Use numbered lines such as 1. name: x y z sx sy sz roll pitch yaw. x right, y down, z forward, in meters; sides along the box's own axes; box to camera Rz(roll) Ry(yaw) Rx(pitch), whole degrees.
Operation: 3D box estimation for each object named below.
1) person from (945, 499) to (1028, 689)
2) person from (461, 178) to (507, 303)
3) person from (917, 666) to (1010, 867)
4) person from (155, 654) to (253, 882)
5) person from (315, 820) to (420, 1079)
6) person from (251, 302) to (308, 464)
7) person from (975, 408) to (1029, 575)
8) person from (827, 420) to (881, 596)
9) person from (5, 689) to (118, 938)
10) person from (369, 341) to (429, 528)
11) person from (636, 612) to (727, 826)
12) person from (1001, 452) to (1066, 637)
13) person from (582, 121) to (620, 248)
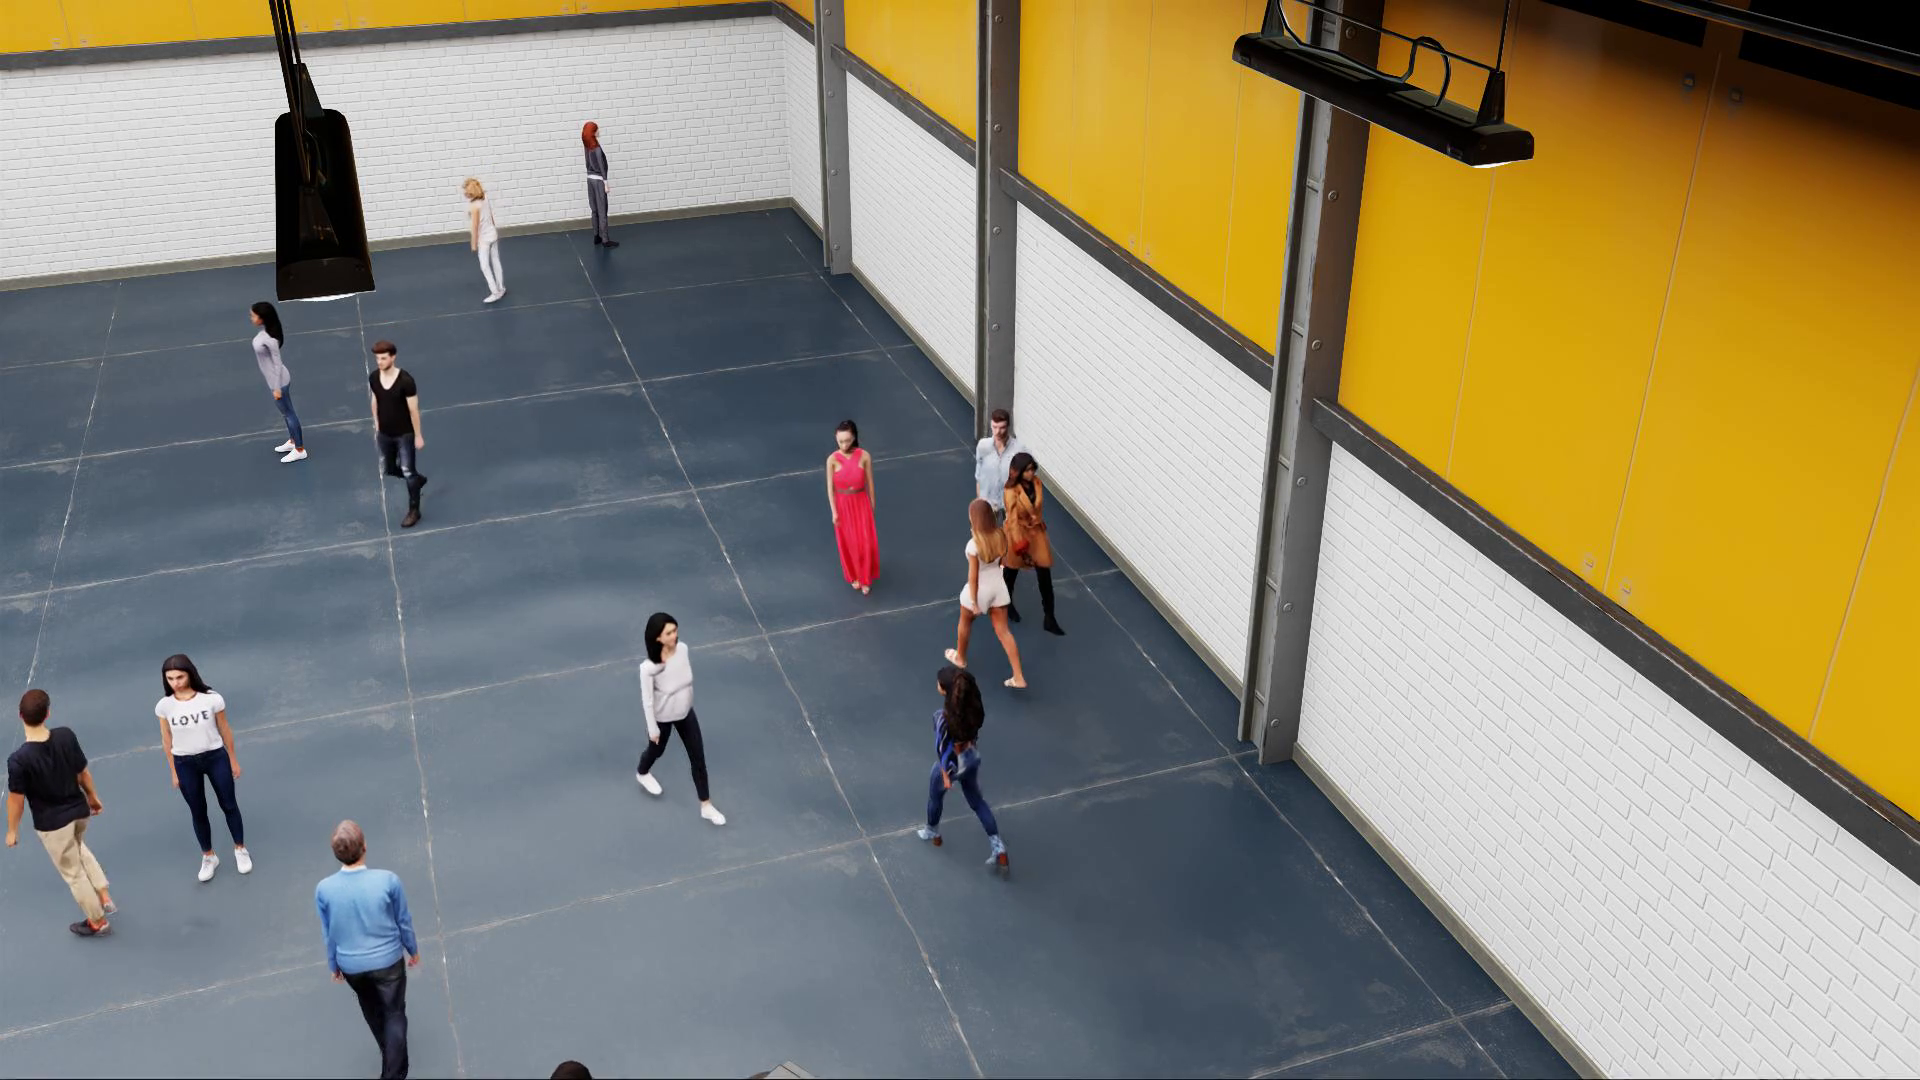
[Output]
1. person: 0.277 0.470 13.558 0.823 1.657 1.198 -20 35 -32
2. person: -6.145 -3.957 21.682 0.849 1.648 0.701 13 31 22
3. person: 0.056 1.594 11.572 1.120 1.585 0.909 24 37 37
4. person: -5.209 1.551 11.453 0.585 1.774 0.502 -10 30 -17
5. person: -3.459 2.484 9.721 0.775 1.794 1.124 -5 29 -9
6. person: -7.125 -1.674 17.399 0.694 1.741 0.501 -14 32 -24
7. person: 0.390 -0.361 14.917 0.940 1.814 1.125 3 29 5
8. person: -0.984 -0.321 14.956 0.722 1.707 0.848 -3 29 -6
9. person: -5.784 1.837 10.870 0.862 1.830 0.774 7 29 12
10. person: -5.417 -1.086 16.170 0.931 1.887 1.008 8 30 15
11. person: -2.168 1.259 12.109 1.221 1.658 0.991 22 35 34
12. person: 0.476 -0.011 14.399 0.814 1.696 1.041 -20 34 -32
13. person: -5.127 -5.037 23.524 0.702 1.780 0.561 -23 36 -36
